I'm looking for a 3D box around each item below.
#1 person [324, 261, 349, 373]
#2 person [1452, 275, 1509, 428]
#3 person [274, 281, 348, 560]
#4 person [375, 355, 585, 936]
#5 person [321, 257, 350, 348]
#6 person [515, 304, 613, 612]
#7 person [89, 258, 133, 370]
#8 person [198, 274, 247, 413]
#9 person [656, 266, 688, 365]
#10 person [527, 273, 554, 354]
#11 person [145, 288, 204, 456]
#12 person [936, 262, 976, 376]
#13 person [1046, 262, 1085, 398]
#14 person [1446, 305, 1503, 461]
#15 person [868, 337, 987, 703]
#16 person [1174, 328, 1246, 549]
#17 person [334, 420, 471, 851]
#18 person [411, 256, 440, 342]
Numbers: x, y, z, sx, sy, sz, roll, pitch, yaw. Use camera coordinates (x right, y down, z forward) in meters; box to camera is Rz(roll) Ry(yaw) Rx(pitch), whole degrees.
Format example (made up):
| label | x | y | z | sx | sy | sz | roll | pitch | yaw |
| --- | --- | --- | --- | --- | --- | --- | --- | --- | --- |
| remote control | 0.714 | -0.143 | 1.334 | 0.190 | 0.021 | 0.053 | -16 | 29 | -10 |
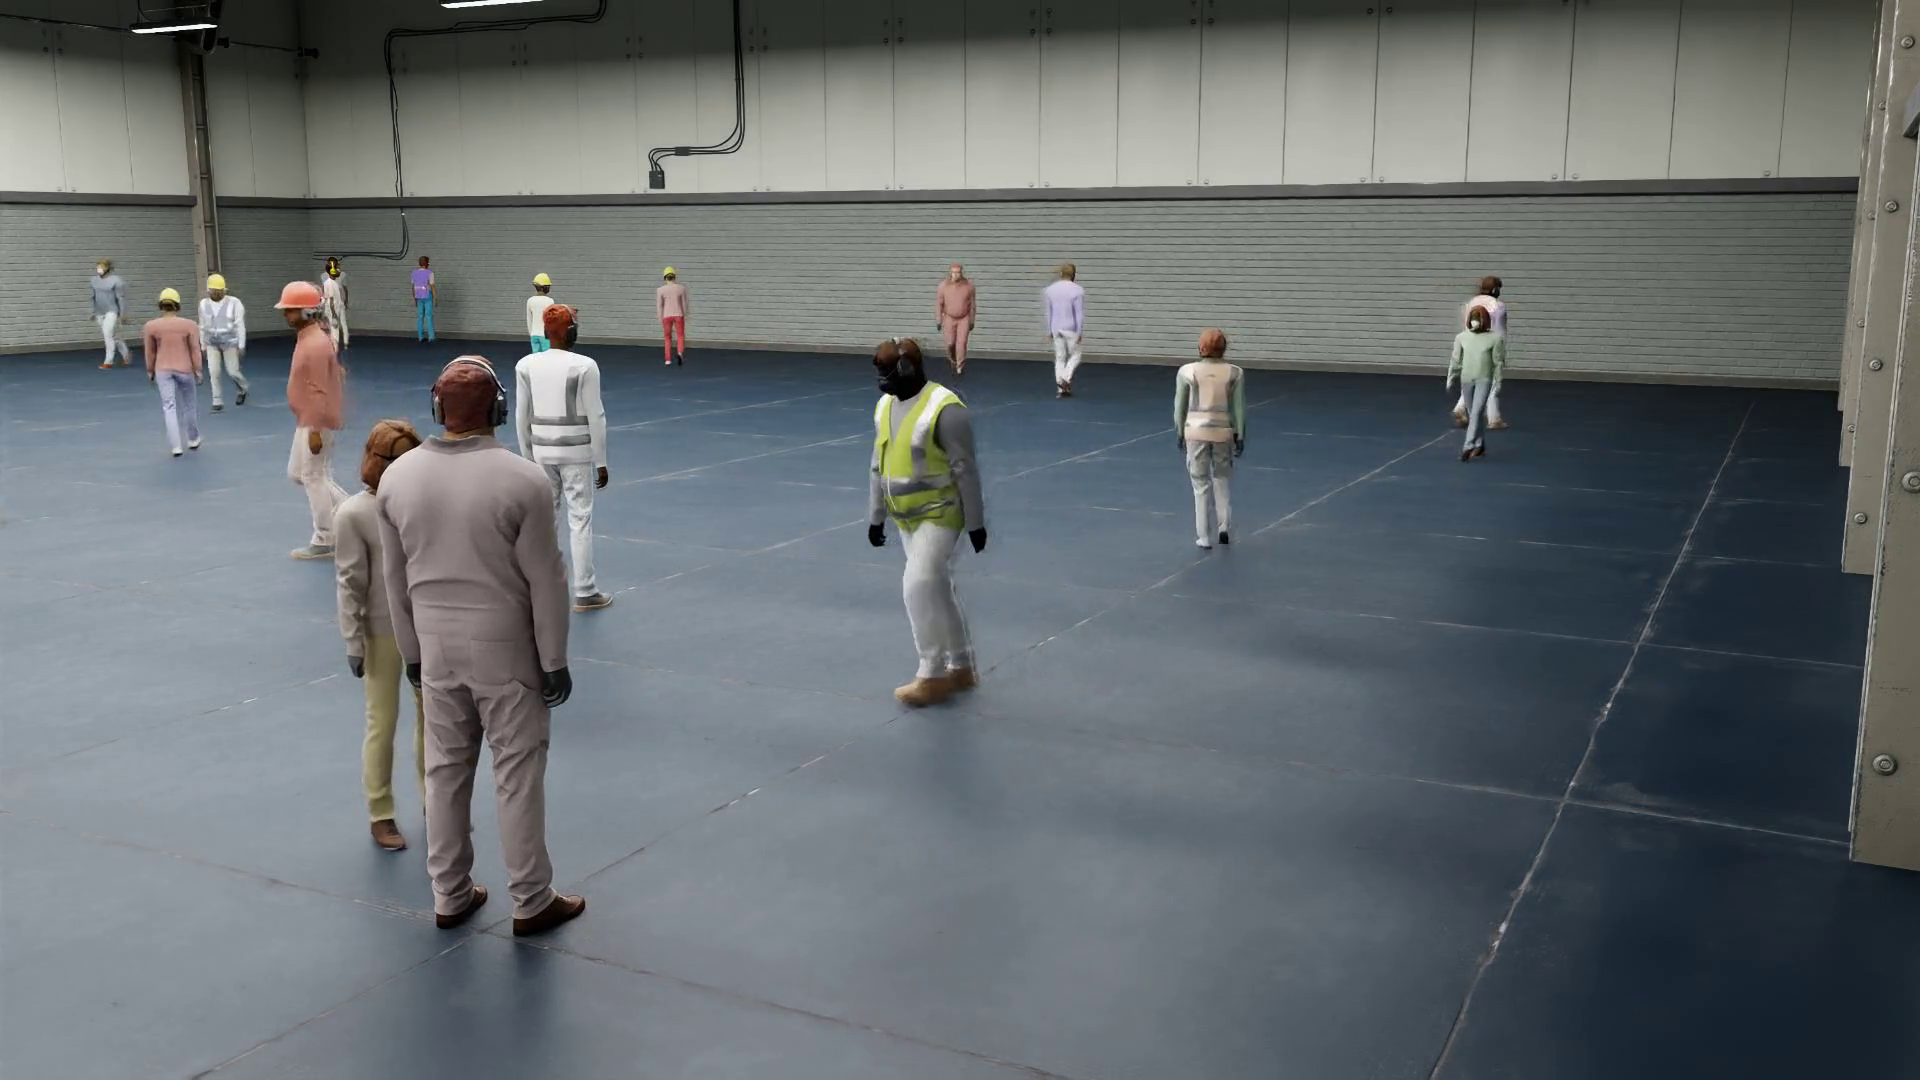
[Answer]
| label | x | y | z | sx | sy | sz | roll | pitch | yaw |
| --- | --- | --- | --- | --- | --- | --- | --- | --- | --- |
| person | -10.476 | -3.737 | 27.897 | 0.313 | 1.866 | 0.538 | -4 | 11 | -19 |
| person | 6.218 | -2.223 | 19.757 | 0.660 | 1.831 | 0.640 | -5 | 11 | -23 |
| person | -4.574 | -0.846 | 11.828 | 0.480 | 1.974 | 0.635 | -5 | 12 | -26 |
| person | -1.554 | 0.354 | 5.469 | 0.643 | 1.913 | 0.408 | 3 | 11 | 15 |
| person | -12.683 | -4.811 | 33.767 | 0.521 | 1.865 | 0.335 | -5 | 12 | -25 |
| person | -2.422 | -0.497 | 10.179 | 0.584 | 1.882 | 0.337 | 3 | 11 | 17 |
| person | -14.684 | -3.923 | 28.794 | 0.626 | 1.916 | 0.877 | 3 | 11 | 15 |
| person | -9.582 | -2.561 | 21.654 | 0.619 | 1.806 | 0.612 | 0 | 10 | -3 |
| person | -5.073 | -3.944 | 29.340 | 0.547 | 1.755 | 0.595 | -2 | 11 | -10 |
| person | -5.802 | -2.825 | 23.198 | 0.523 | 1.769 | 0.317 | 7 | 12 | 32 |
| person | -8.276 | -1.777 | 17.554 | 0.552 | 1.725 | 0.852 | -4 | 11 | -19 |
| person | -0.061 | -3.660 | 27.492 | 0.652 | 1.875 | 0.623 | 0 | 10 | 2 |
| person | 1.496 | -2.959 | 23.511 | 0.629 | 1.926 | 0.457 | 7 | 13 | 34 |
| person | 5.290 | -1.616 | 17.095 | 0.521 | 1.583 | 0.872 | 8 | 13 | 38 |
| person | -0.177 | -0.100 | 8.241 | 0.689 | 1.801 | 0.645 | -7 | 12 | -33 |
| person | 1.829 | -0.743 | 12.246 | 0.511 | 1.622 | 0.397 | 0 | 10 | -2 |
| person | -2.097 | 0.351 | 6.277 | 0.295 | 1.624 | 0.507 | 8 | 13 | 39 |
| person | -11.558 | -5.194 | 35.895 | 0.575 | 1.843 | 0.374 | 4 | 11 | 18 |
